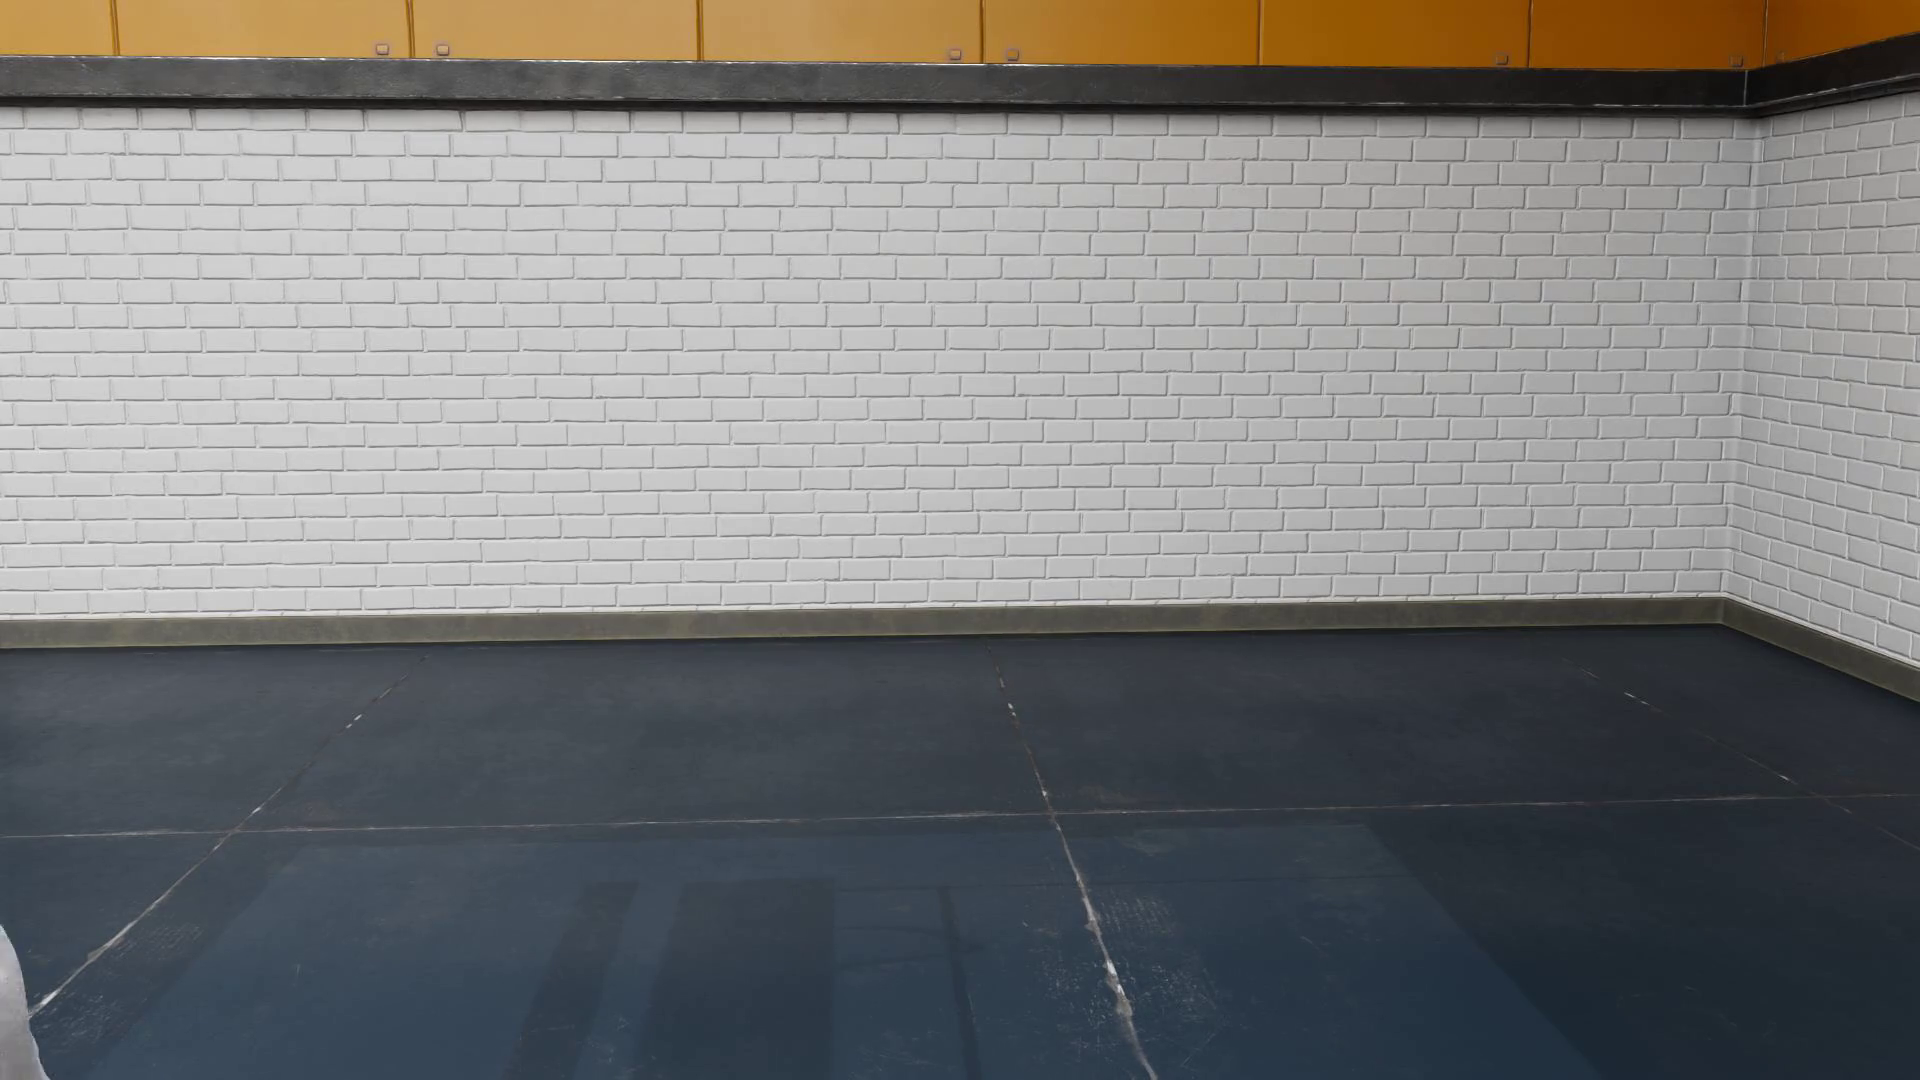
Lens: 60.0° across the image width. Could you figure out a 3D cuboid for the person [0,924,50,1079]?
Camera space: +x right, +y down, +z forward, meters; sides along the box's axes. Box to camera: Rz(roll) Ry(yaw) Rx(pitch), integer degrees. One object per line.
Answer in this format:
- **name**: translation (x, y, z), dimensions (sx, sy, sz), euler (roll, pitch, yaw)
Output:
- **person**: translation (-1.206, 0.862, 1.738), dimensions (0.626, 1.782, 0.917), euler (-2, 9, -10)
